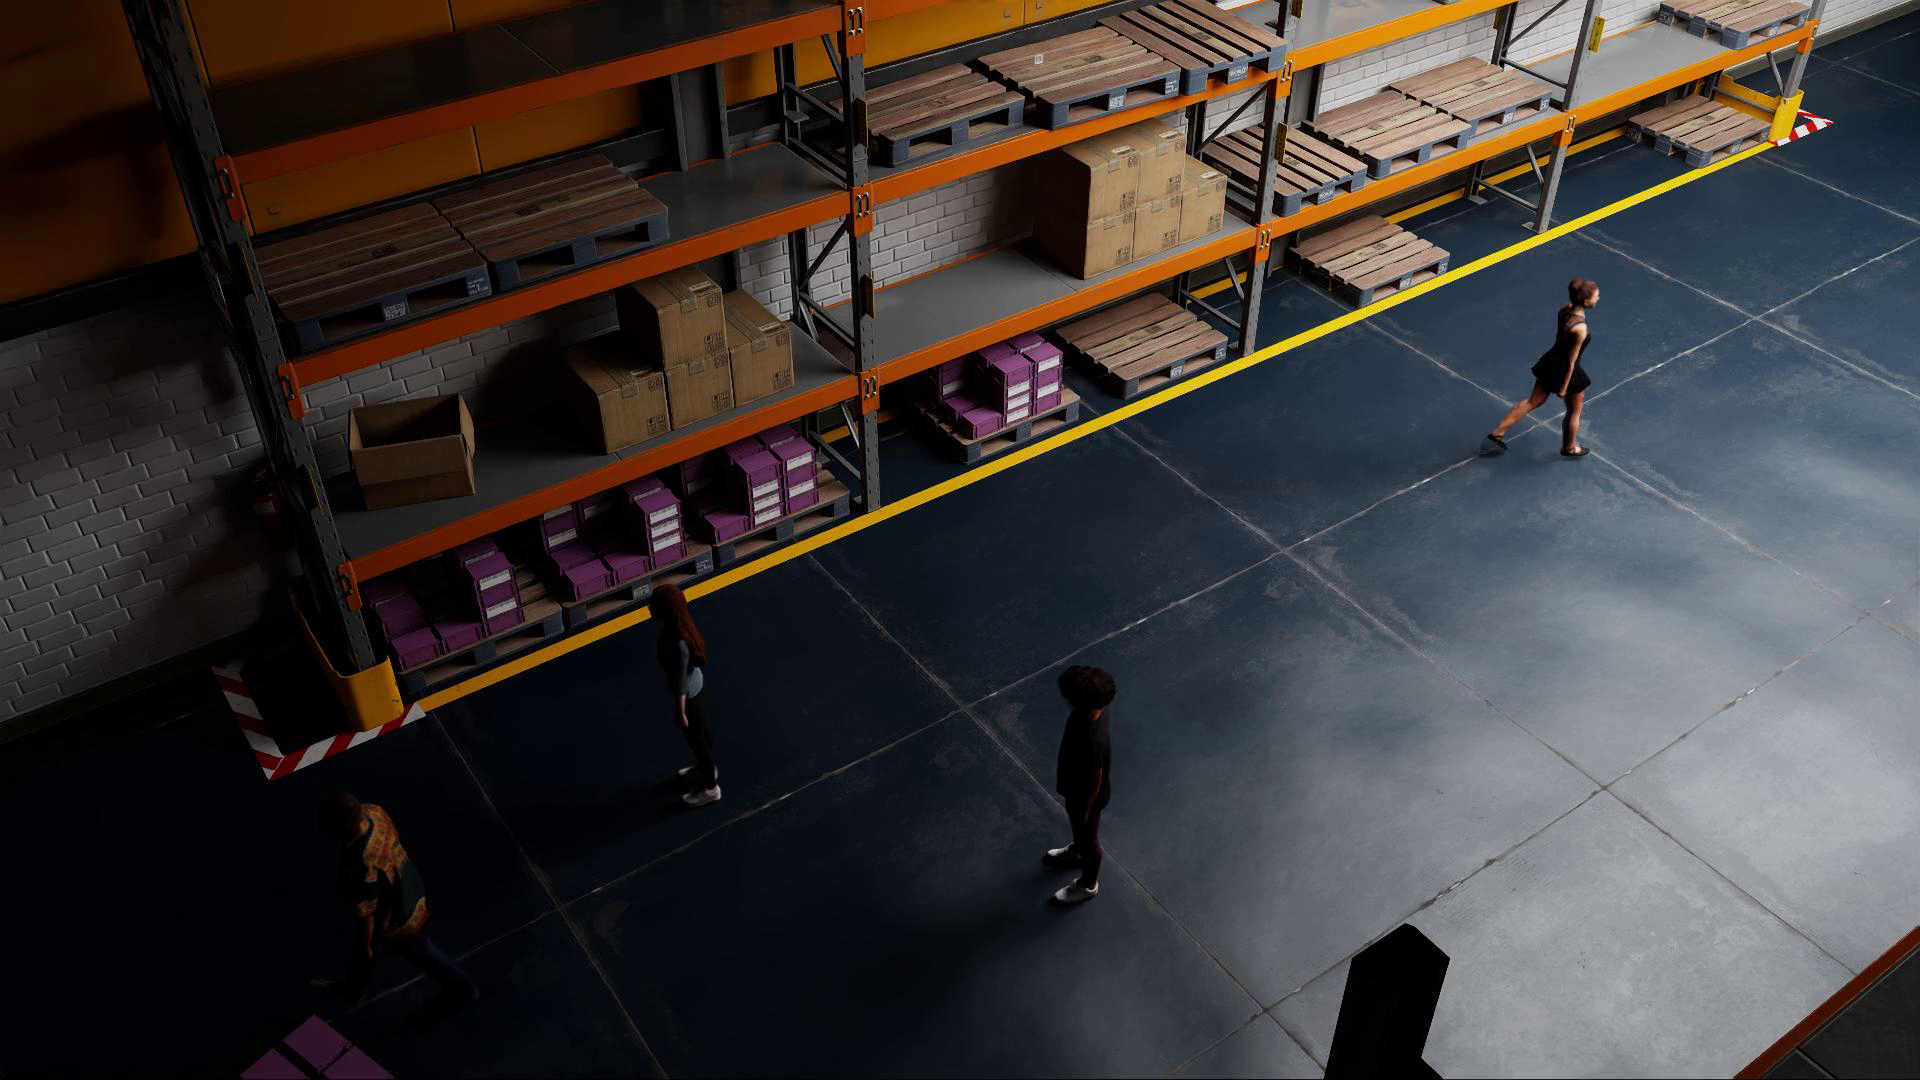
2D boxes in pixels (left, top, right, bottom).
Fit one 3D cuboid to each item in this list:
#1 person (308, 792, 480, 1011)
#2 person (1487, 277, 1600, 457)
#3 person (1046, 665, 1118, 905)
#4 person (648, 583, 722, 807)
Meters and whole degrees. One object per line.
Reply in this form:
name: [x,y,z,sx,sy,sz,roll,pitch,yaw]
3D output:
person: [-2.993,1.986,8.979,1.248,1.756,0.976,-7,39,-9]
person: [4.700,-1.346,13.243,1.149,1.643,0.913,-5,39,-6]
person: [0.731,1.398,9.697,0.736,1.779,0.719,-2,39,-2]
person: [-1.685,0.950,10.290,0.650,1.740,0.643,-6,39,-8]
